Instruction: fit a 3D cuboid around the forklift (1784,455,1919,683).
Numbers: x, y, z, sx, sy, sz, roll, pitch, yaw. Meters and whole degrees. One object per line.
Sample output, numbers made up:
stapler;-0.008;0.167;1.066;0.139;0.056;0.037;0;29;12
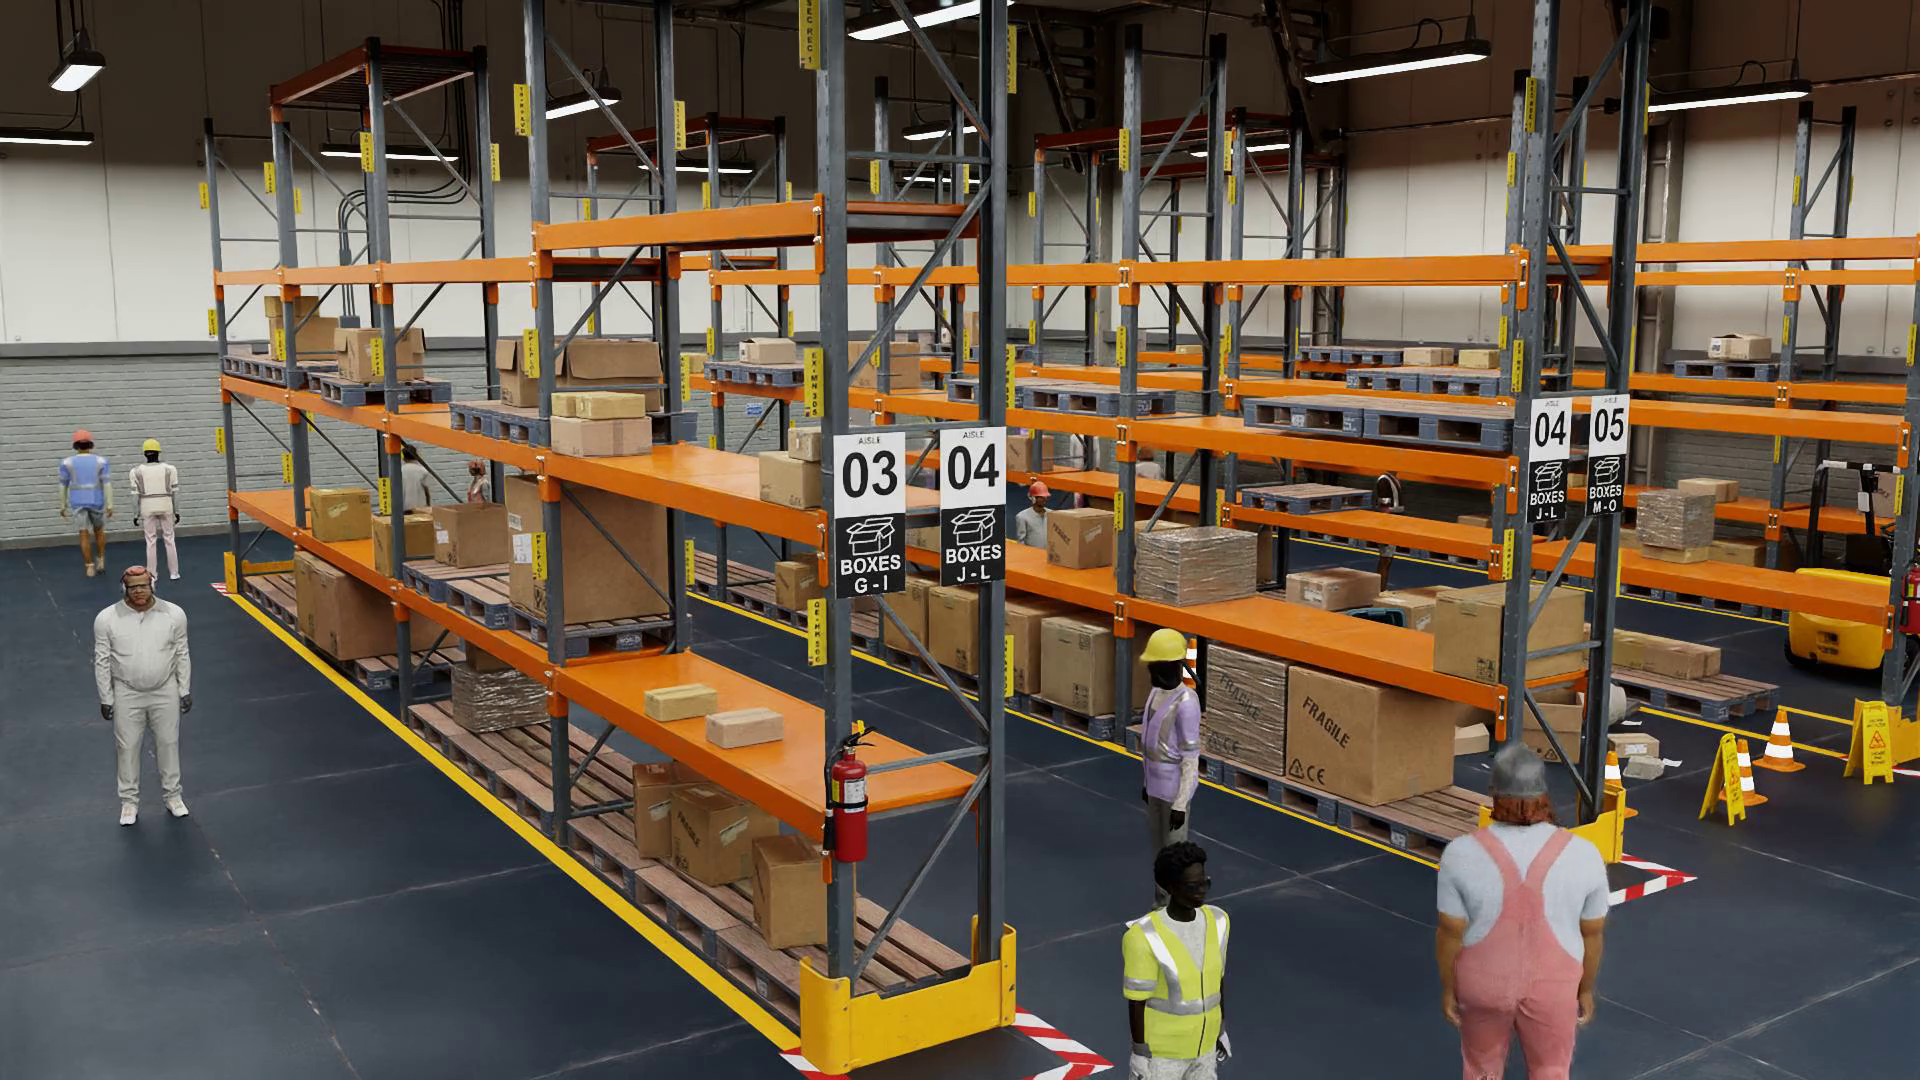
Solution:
forklift;9.643;0.253;17.172;2.313;2.155;1.214;-6;10;-33

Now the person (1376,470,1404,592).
person;5.273;-0.149;20.347;0.371;2.044;0.608;4;9;23

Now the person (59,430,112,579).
person;-11.988;-0.506;22.807;0.631;2.003;0.919;-5;10;-32

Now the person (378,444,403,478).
person;-7.819;-0.479;22.960;0.376;1.918;0.584;-5;10;-31

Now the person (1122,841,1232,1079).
person;0.894;2.055;6.814;0.535;1.700;0.318;-6;10;-33

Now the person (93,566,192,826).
person;-6.005;1.133;12.269;0.641;1.908;0.407;-6;10;-33

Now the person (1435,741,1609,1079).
person;2.347;1.853;7.026;0.690;2.000;0.711;2;9;14

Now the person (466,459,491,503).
person;-6.511;-0.285;22.601;0.314;1.636;0.515;-6;10;-35

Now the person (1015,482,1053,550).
person;0.889;0.208;18.915;0.563;1.755;0.322;-6;10;-33

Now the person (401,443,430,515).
person;-7.543;-0.403;22.794;0.583;1.830;0.872;-2;9;-16

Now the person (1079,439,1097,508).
person;2.182;-1.164;28.079;0.375;1.774;0.537;1;9;9

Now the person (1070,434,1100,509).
person;2.195;-1.313;29.056;0.559;1.751;0.326;4;10;28

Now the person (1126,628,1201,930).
person;1.235;1.471;9.937;0.361;1.929;0.587;-2;9;-15

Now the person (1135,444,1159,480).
person;2.815;-0.630;24.982;0.502;1.614;0.708;-6;11;-36

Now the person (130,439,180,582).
person;-10.806;-0.390;22.360;0.584;1.919;0.382;-5;10;-29
